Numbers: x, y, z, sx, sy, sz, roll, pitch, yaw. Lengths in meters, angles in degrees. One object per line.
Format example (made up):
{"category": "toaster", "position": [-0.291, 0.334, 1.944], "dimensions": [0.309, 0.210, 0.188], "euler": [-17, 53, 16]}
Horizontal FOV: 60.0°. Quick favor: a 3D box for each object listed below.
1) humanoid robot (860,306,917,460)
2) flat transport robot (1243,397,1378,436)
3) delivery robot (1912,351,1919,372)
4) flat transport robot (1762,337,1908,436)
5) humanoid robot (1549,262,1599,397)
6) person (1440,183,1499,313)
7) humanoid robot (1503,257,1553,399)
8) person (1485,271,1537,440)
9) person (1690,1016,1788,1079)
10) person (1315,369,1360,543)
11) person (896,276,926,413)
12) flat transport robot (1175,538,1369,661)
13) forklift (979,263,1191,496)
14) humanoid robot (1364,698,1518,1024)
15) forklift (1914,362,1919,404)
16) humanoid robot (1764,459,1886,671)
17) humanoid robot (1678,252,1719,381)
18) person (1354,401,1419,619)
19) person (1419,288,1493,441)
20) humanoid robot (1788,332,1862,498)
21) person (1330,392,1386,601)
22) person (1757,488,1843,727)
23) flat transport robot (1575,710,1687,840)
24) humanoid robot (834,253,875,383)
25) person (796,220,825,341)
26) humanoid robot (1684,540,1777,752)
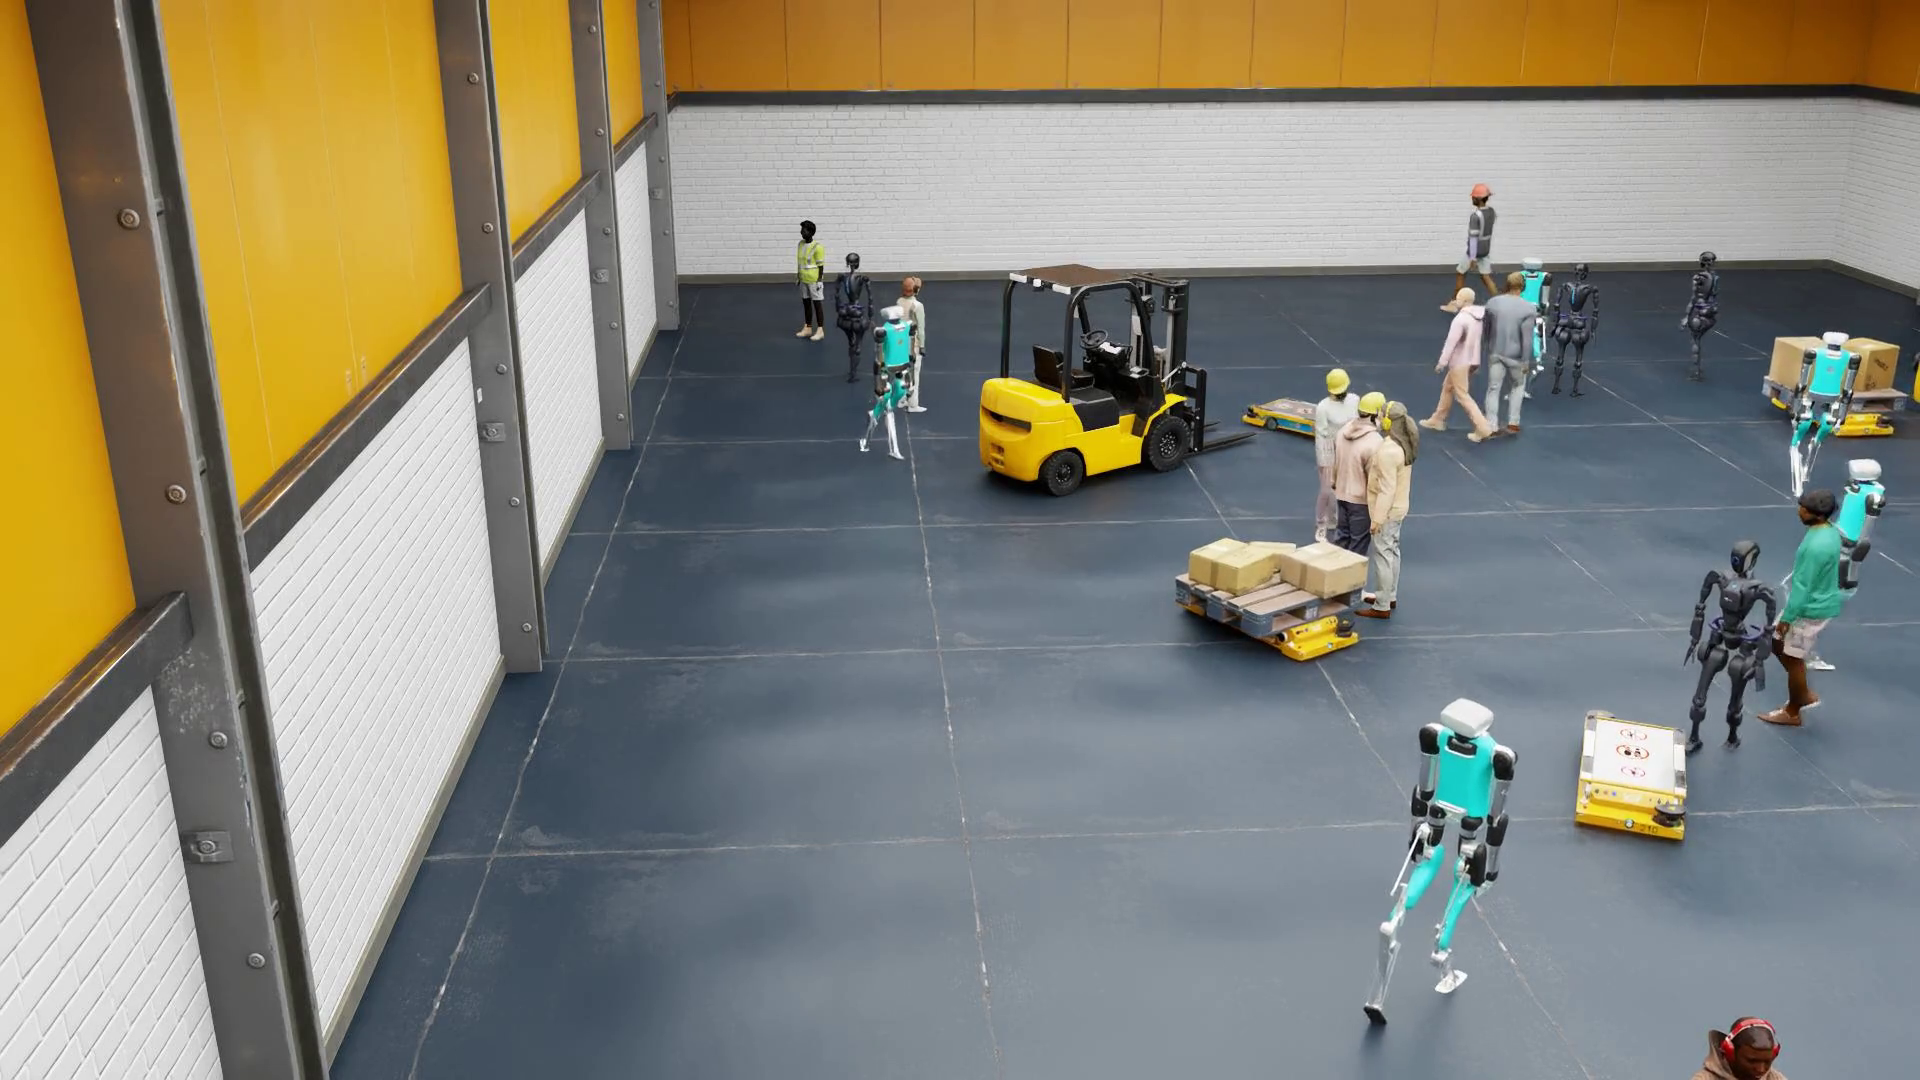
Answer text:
{"category": "humanoid robot", "position": [-0.859, -1.699, 18.238], "dimensions": [0.555, 1.861, 0.854], "euler": [-14, 24, -33]}
{"category": "flat transport robot", "position": [4.087, -1.392, 19.419], "dimensions": [1.431, 0.231, 0.659], "euler": [18, 27, 40]}
{"category": "delivery robot", "position": [12.958, -2.446, 21.904], "dimensions": [0.790, 0.614, 0.499], "euler": [-16, 25, -36]}
{"category": "flat transport robot", "position": [10.365, -1.528, 19.790], "dimensions": [0.659, 0.231, 1.431], "euler": [-2, 20, -5]}
{"category": "humanoid robot", "position": [7.655, -2.642, 20.763], "dimensions": [0.599, 1.656, 0.315], "euler": [18, 26, 39]}
{"category": "person", "position": [7.809, -4.337, 24.945], "dimensions": [0.604, 2.003, 1.024], "euler": [-15, 25, -36]}
{"category": "humanoid robot", "position": [6.972, -2.534, 20.381], "dimensions": [0.541, 1.776, 0.661], "euler": [1, 20, 3]}
{"category": "person", "position": [6.275, -2.115, 19.001], "dimensions": [0.627, 1.913, 0.678], "euler": [16, 25, 37]}
{"category": "person", "position": [3.024, 2.569, 6.631], "dimensions": [0.454, 1.642, 0.315], "euler": [-1, 20, -3]}
{"category": "person", "position": [3.602, -0.827, 15.773], "dimensions": [0.696, 1.717, 0.400], "euler": [-14, 24, -32]}
{"category": "person", "position": [-0.595, -2.355, 20.067], "dimensions": [0.315, 1.633, 0.515], "euler": [-14, 24, -34]}
{"category": "flat transport robot", "position": [2.566, 0.629, 13.913], "dimensions": [0.659, 0.231, 1.431], "euler": [-13, 24, -32]}
{"category": "forklift", "position": [1.315, -1.764, 17.646], "dimensions": [2.313, 2.155, 1.214], "euler": [-14, 24, -33]}
{"category": "humanoid robot", "position": [2.447, 1.766, 8.731], "dimensions": [0.530, 1.780, 0.995], "euler": [18, 27, 40]}
{"category": "forklift", "position": [12.602, -2.435, 19.475], "dimensions": [2.313, 2.155, 1.214], "euler": [-1, 20, -4]}
{"category": "humanoid robot", "position": [6.577, 0.258, 12.911], "dimensions": [0.837, 1.857, 0.545], "euler": [3, 20, 8]}
{"category": "humanoid robot", "position": [9.594, -2.895, 21.483], "dimensions": [0.600, 1.647, 0.378], "euler": [-13, 24, -32]}
{"category": "person", "position": [3.606, -0.251, 13.981], "dimensions": [0.391, 1.875, 0.564], "euler": [10, 23, 26]}
{"category": "person", "position": [5.740, -2.018, 18.986], "dimensions": [0.924, 1.741, 0.528], "euler": [15, 25, 36]}
{"category": "humanoid robot", "position": [8.836, -1.306, 17.153], "dimensions": [0.551, 1.844, 0.850], "euler": [8, 22, 20]}
{"category": "person", "position": [3.427, -0.370, 14.337], "dimensions": [0.436, 1.856, 0.810], "euler": [-8, 22, -20]}
{"category": "person", "position": [6.091, 0.505, 11.998], "dimensions": [0.464, 1.829, 0.499], "euler": [10, 22, 26]}
{"category": "flat transport robot", "position": [4.576, 1.577, 11.329], "dimensions": [0.659, 0.231, 1.431], "euler": [8, 22, 20]}
{"category": "humanoid robot", "position": [-1.352, -2.891, 21.473], "dimensions": [0.597, 1.640, 0.557], "euler": [10, 22, 25]}
{"category": "person", "position": [-2.132, -3.686, 23.596], "dimensions": [0.540, 1.695, 0.315], "euler": [19, 27, 41]}
{"category": "humanoid robot", "position": [5.379, 0.755, 11.577], "dimensions": [0.424, 1.659, 0.590], "euler": [-17, 26, -38]}
